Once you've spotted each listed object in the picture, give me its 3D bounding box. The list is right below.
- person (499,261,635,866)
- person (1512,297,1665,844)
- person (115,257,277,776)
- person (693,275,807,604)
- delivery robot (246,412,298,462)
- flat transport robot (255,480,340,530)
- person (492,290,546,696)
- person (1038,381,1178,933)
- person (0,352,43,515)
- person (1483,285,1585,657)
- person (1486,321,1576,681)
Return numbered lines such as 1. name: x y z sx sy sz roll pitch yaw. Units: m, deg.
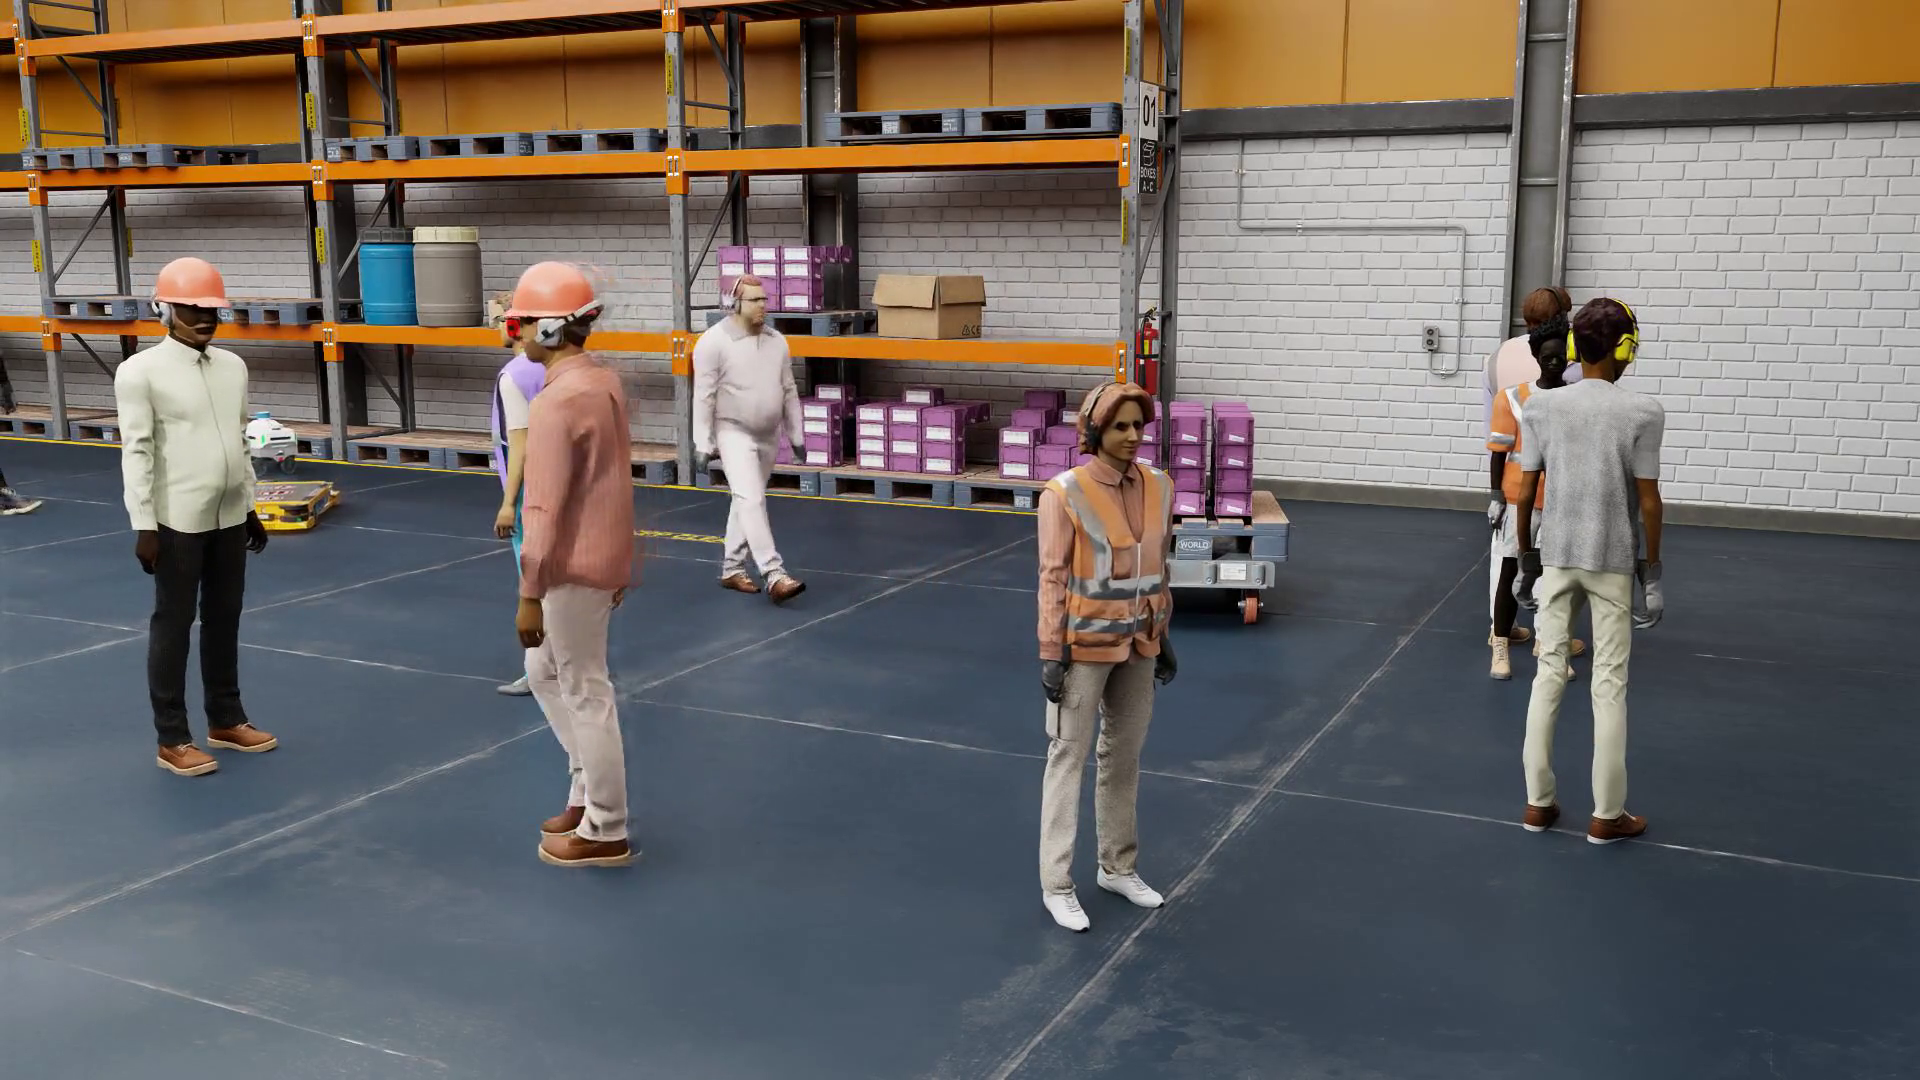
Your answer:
1. person: -1.307 0.101 5.393 0.518 1.980 0.644 1 10 4
2. person: 2.155 0.107 5.712 0.520 1.865 0.328 8 13 39
3. person: -2.961 -0.096 6.498 0.399 1.989 0.623 4 11 20
4. person: -1.123 -0.571 9.559 0.932 1.863 0.674 8 13 40
5. delivery robot: -6.288 -0.919 15.058 0.477 0.478 0.707 -9 14 -43
6. flat transport robot: -5.091 -0.269 12.413 0.652 0.197 1.431 -2 10 -11
7. person: -1.915 -0.209 7.563 0.388 1.847 0.564 2 10 11
8. person: 0.443 0.341 5.009 0.523 1.638 0.311 -7 12 -36
9. person: -7.473 -1.155 12.732 0.826 1.928 0.631 0 10 2
10. person: 2.906 -0.341 8.331 0.429 1.846 0.625 -6 11 -30
11. person: 2.740 -0.177 7.807 0.542 1.695 0.316 1 10 3
